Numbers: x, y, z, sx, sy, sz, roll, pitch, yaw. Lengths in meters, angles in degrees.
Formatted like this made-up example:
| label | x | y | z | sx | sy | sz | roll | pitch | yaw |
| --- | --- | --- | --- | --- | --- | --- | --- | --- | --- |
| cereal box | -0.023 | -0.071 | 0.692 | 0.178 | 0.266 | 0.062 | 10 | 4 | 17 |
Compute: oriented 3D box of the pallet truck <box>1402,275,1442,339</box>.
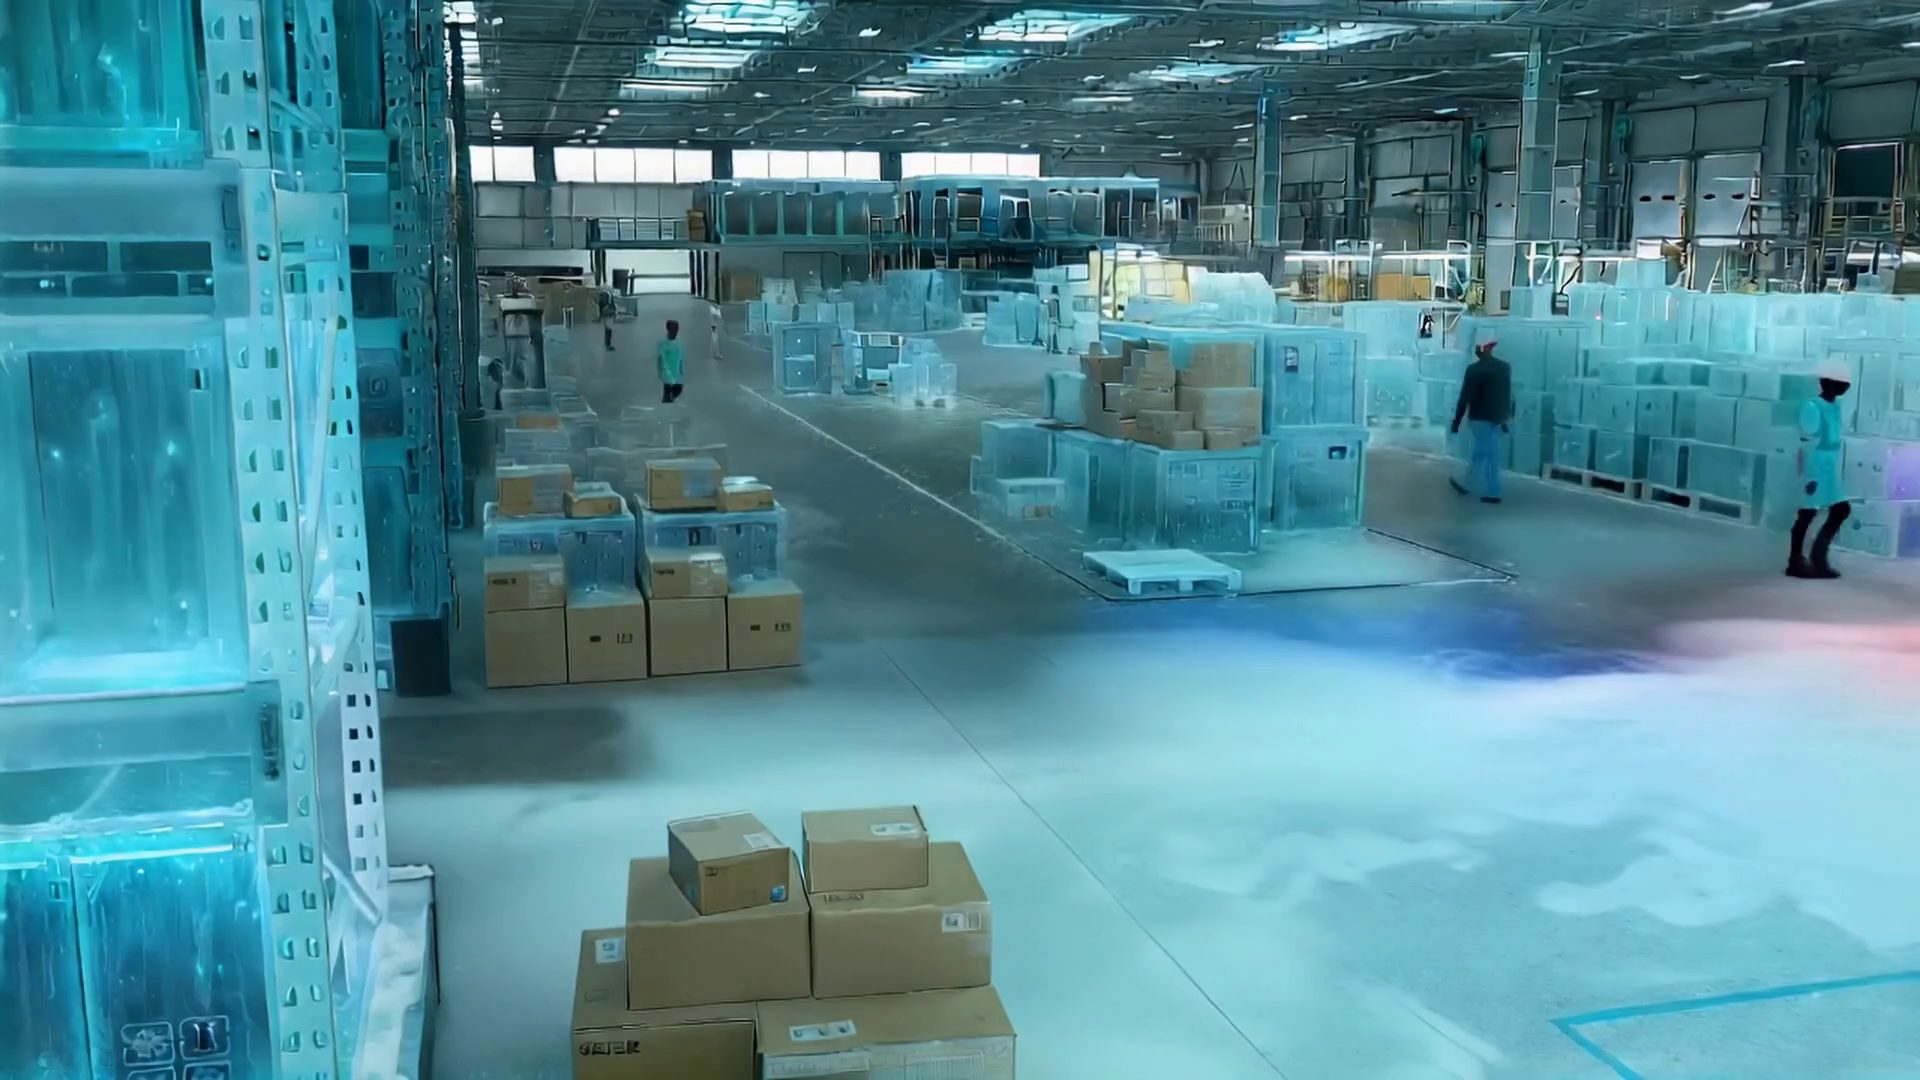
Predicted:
| label | x | y | z | sx | sy | sz | roll | pitch | yaw |
| --- | --- | --- | --- | --- | --- | --- | --- | --- | --- |
| pallet truck | 14.620 | -7.324 | 52.145 | 0.823 | 1.965 | 1.885 | 8 | 13 | 40 |

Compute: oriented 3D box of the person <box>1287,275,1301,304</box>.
| label | x | y | z | sx | sy | sz | roll | pitch | yaw |
| --- | --- | --- | --- | --- | --- | --- | --- | --- | --- |
| person | 11.340 | -8.070 | 56.688 | 0.574 | 1.886 | 0.356 | -6 | 12 | -30 |

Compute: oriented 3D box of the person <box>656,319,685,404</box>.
| label | x | y | z | sx | sy | sz | roll | pitch | yaw |
| --- | --- | --- | --- | --- | --- | --- | --- | --- | --- |
| person | -4.830 | -2.850 | 27.732 | 0.366 | 1.680 | 0.540 | 10 | 14 | 43 |

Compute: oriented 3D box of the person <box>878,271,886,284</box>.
| label | x | y | z | sx | sy | sz | roll | pitch | yaw |
| --- | --- | --- | --- | --- | --- | --- | --- | --- | --- |
| person | -3.228 | -10.370 | 69.873 | 0.978 | 1.840 | 0.595 | 4 | 11 | 21 |

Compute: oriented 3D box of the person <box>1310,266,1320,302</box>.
| label | x | y | z | sx | sy | sz | roll | pitch | yaw |
| --- | --- | --- | --- | --- | --- | --- | --- | --- | --- |
| person | 17.706 | -12.738 | 83.071 | 0.390 | 1.911 | 0.584 | -8 | 13 | -38 |

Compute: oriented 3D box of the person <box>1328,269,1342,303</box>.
| label | x | y | z | sx | sy | sz | roll | pitch | yaw |
| --- | --- | --- | --- | --- | --- | --- | --- | --- | --- |
| person | 16.373 | -10.853 | 72.361 | 0.818 | 1.920 | 0.616 | -8 | 13 | -37 |

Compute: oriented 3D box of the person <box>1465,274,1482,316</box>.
| label | x | y | z | sx | sy | sz | roll | pitch | yaw |
| --- | --- | --- | --- | --- | --- | --- | --- | --- | --- |
| person | 18.076 | -8.424 | 58.621 | 0.597 | 1.909 | 0.588 | 2 | 10 | 10 |

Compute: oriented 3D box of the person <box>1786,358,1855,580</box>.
| label | x | y | z | sx | sy | sz | roll | pitch | yaw |
| --- | --- | --- | --- | --- | --- | --- | --- | --- | --- |
| person | 7.425 | -0.596 | 14.263 | 0.581 | 1.914 | 0.551 | -8 | 13 | -40 |

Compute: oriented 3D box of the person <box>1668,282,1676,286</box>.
| label | x | y | z | sx | sy | sz | roll | pitch | yaw |
| --- | --- | --- | --- | --- | --- | --- | --- | --- | --- |
| person | 22.107 | -7.168 | 51.871 | 0.640 | 1.793 | 0.978 | 4 | 11 | 20 |

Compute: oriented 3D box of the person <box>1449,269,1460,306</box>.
| label | x | y | z | sx | sy | sz | roll | pitch | yaw |
| --- | --- | --- | --- | --- | --- | --- | --- | --- | --- |
| person | 22.149 | -11.192 | 74.440 | 0.523 | 1.856 | 0.524 | -4 | 11 | -23 |

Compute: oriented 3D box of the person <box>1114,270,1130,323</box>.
| label | x | y | z | sx | sy | sz | roll | pitch | yaw |
| --- | --- | --- | --- | --- | --- | --- | --- | --- | --- |
| person | 5.658 | -8.407 | 58.153 | 0.537 | 2.000 | 0.689 | 4 | 11 | 20 |

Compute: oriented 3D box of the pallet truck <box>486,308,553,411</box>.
| label | x | y | z | sx | sy | sz | roll | pitch | yaw |
| --- | --- | --- | --- | --- | --- | --- | --- | --- | --- |
| pallet truck | -6.242 | -2.418 | 24.362 | 0.823 | 1.965 | 1.885 | 1 | 10 | 3 |

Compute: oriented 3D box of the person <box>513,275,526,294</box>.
| label | x | y | z | sx | sy | sz | roll | pitch | yaw |
| --- | --- | --- | --- | --- | --- | --- | --- | --- | --- |
| person | -17.916 | -9.928 | 67.663 | 0.500 | 1.708 | 0.693 | -4 | 11 | -19 |

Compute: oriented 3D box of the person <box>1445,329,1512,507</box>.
| label | x | y | z | sx | sy | sz | roll | pitch | yaw |
| --- | --- | --- | --- | --- | --- | --- | --- | --- | --- |
| person | 5.787 | -1.384 | 18.647 | 0.647 | 1.942 | 0.990 | -5 | 11 | -27 |

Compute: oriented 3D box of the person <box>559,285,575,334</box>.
| label | x | y | z | sx | sy | sz | roll | pitch | yaw |
| --- | --- | --- | --- | --- | --- | --- | --- | --- | --- |
| person | -12.953 | -7.594 | 54.801 | 0.515 | 1.587 | 0.852 | -2 | 10 | -12 |

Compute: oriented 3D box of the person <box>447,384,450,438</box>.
| label | x | y | z | sx | sy | sz | roll | pitch | yaw |
| --- | --- | --- | --- | --- | --- | --- | --- | --- | --- |
| person | -6.656 | -1.754 | 21.134 | 0.914 | 1.809 | 0.628 | -1 | 10 | -7 |

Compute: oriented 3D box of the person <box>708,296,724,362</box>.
| label | x | y | z | sx | sy | sz | roll | pitch | yaw |
| --- | --- | --- | --- | --- | --- | --- | --- | --- | --- |
| person | -6.121 | -5.255 | 41.472 | 0.397 | 1.629 | 0.524 | 2 | 10 | 10 |

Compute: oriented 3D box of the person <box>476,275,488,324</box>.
| label | x | y | z | sx | sy | sz | roll | pitch | yaw |
| --- | --- | --- | --- | --- | --- | --- | --- | --- | --- |
| person | -17.933 | -8.982 | 62.111 | 0.600 | 1.803 | 0.856 | -5 | 11 | -27 |

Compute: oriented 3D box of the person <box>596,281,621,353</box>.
| label | x | y | z | sx | sy | sz | roll | pitch | yaw |
| --- | --- | --- | --- | --- | --- | --- | --- | --- | --- |
| person | -9.514 | -6.065 | 45.217 | 0.631 | 1.919 | 0.939 | 4 | 11 | 22 |

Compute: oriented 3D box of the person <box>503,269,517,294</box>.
| label | x | y | z | sx | sy | sz | roll | pitch | yaw |
| --- | --- | --- | --- | --- | --- | --- | --- | --- | --- |
| person | -18.518 | -10.187 | 68.484 | 0.609 | 1.961 | 0.946 | -1 | 10 | -8 |

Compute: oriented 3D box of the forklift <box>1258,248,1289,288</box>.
| label | x | y | z | sx | sy | sz | roll | pitch | yaw |
| --- | --- | --- | --- | --- | --- | --- | --- | --- | --- |
| forklift | 7.175 | -5.312 | 38.255 | 1.873 | 2.768 | 1.129 | -3 | 10 | -15 |

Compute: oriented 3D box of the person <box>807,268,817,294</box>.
| label | x | y | z | sx | sy | sz | roll | pitch | yaw |
| --- | --- | --- | --- | --- | --- | --- | --- | --- | --- |
| person | -6.545 | -11.016 | 73.249 | 0.374 | 1.928 | 0.542 | -9 | 13 | -40 |

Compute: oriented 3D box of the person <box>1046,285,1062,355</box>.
| label | x | y | z | sx | sy | sz | roll | pitch | yaw |
| --- | --- | --- | --- | --- | --- | --- | --- | --- | --- |
| person | 2.488 | -5.830 | 44.091 | 0.319 | 1.857 | 0.527 | -9 | 13 | -42 |

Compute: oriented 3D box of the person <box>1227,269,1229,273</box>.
| label | x | y | z | sx | sy | sz | roll | pitch | yaw |
| --- | --- | --- | --- | --- | --- | --- | --- | --- | --- |
| person | 15.219 | -14.724 | 94.578 | 0.644 | 1.806 | 0.876 | -8 | 13 | -40 |
